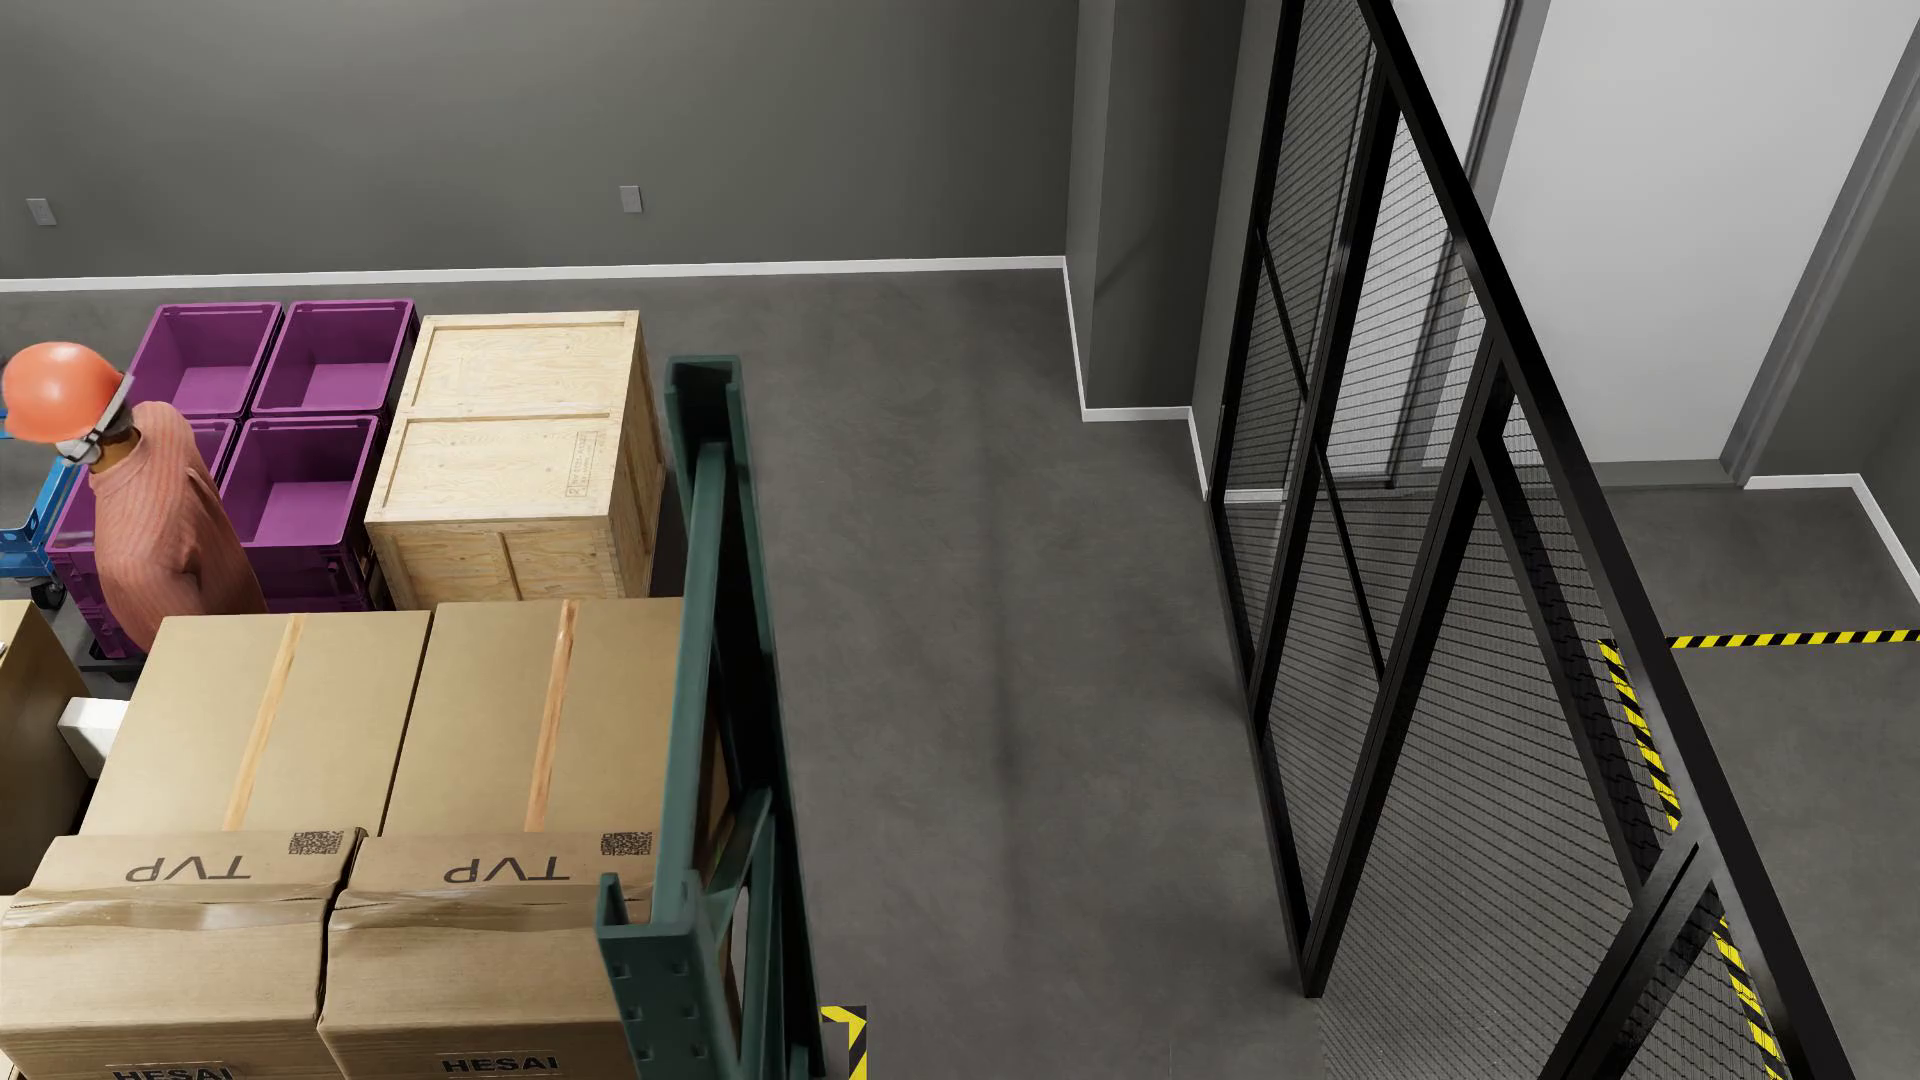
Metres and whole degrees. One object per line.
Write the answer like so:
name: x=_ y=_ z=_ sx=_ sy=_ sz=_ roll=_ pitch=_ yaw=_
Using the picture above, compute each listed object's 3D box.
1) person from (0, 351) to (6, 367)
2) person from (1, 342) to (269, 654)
person: x=-4.023 y=-1.273 z=5.972 sx=0.355 sy=1.938 sz=0.634 roll=-3 pitch=46 yaw=-3
person: x=-2.043 y=0.256 z=4.480 sx=0.387 sy=1.986 sz=0.612 roll=-12 pitch=48 yaw=-12
